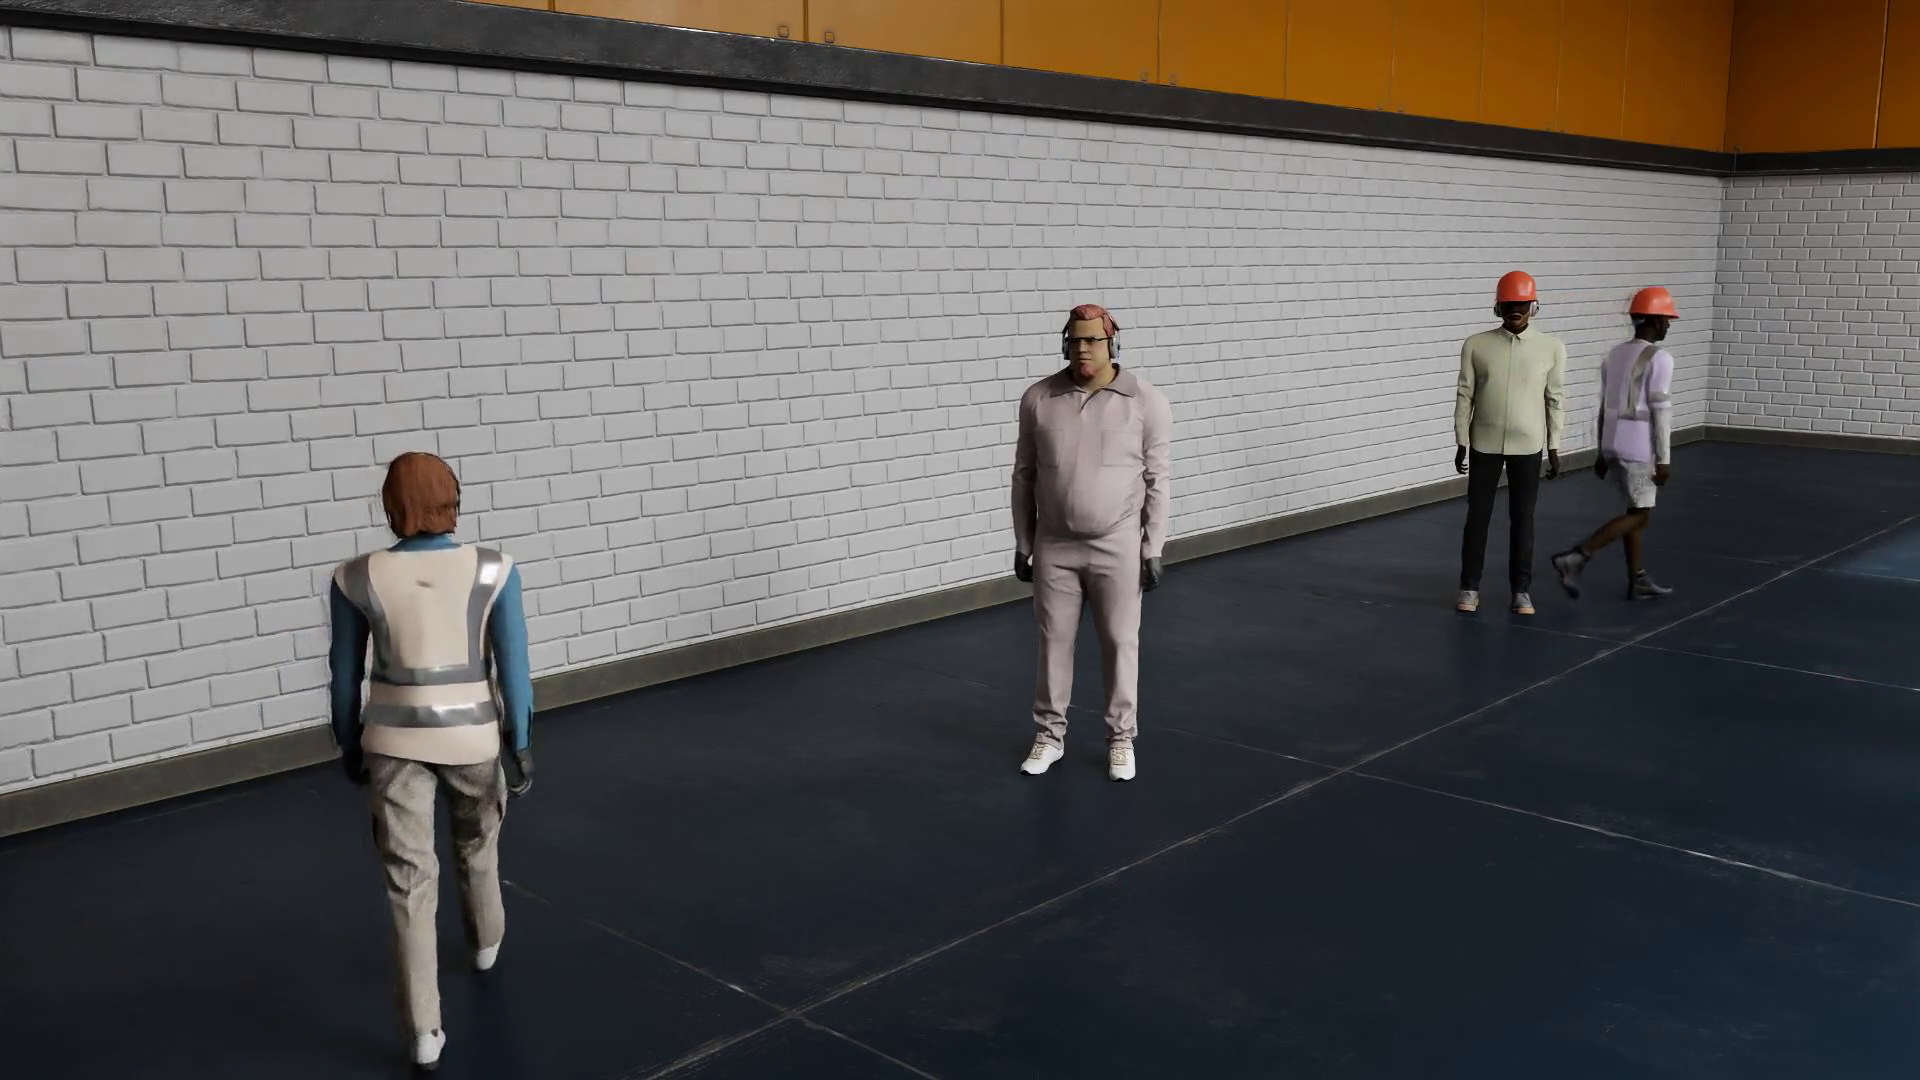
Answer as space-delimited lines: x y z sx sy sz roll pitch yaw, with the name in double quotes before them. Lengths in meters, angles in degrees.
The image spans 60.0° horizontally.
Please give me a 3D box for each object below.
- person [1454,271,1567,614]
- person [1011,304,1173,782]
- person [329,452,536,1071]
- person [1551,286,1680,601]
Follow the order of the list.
"person" 3.191 -0.560 9.698 0.610 1.996 0.379 3 10 16
"person" 0.510 0.017 6.669 0.646 1.908 0.408 3 10 14
"person" -1.434 0.552 4.530 0.529 1.579 0.880 -3 10 -15
"person" 3.937 -0.550 9.886 0.762 1.910 0.548 -2 10 -10
